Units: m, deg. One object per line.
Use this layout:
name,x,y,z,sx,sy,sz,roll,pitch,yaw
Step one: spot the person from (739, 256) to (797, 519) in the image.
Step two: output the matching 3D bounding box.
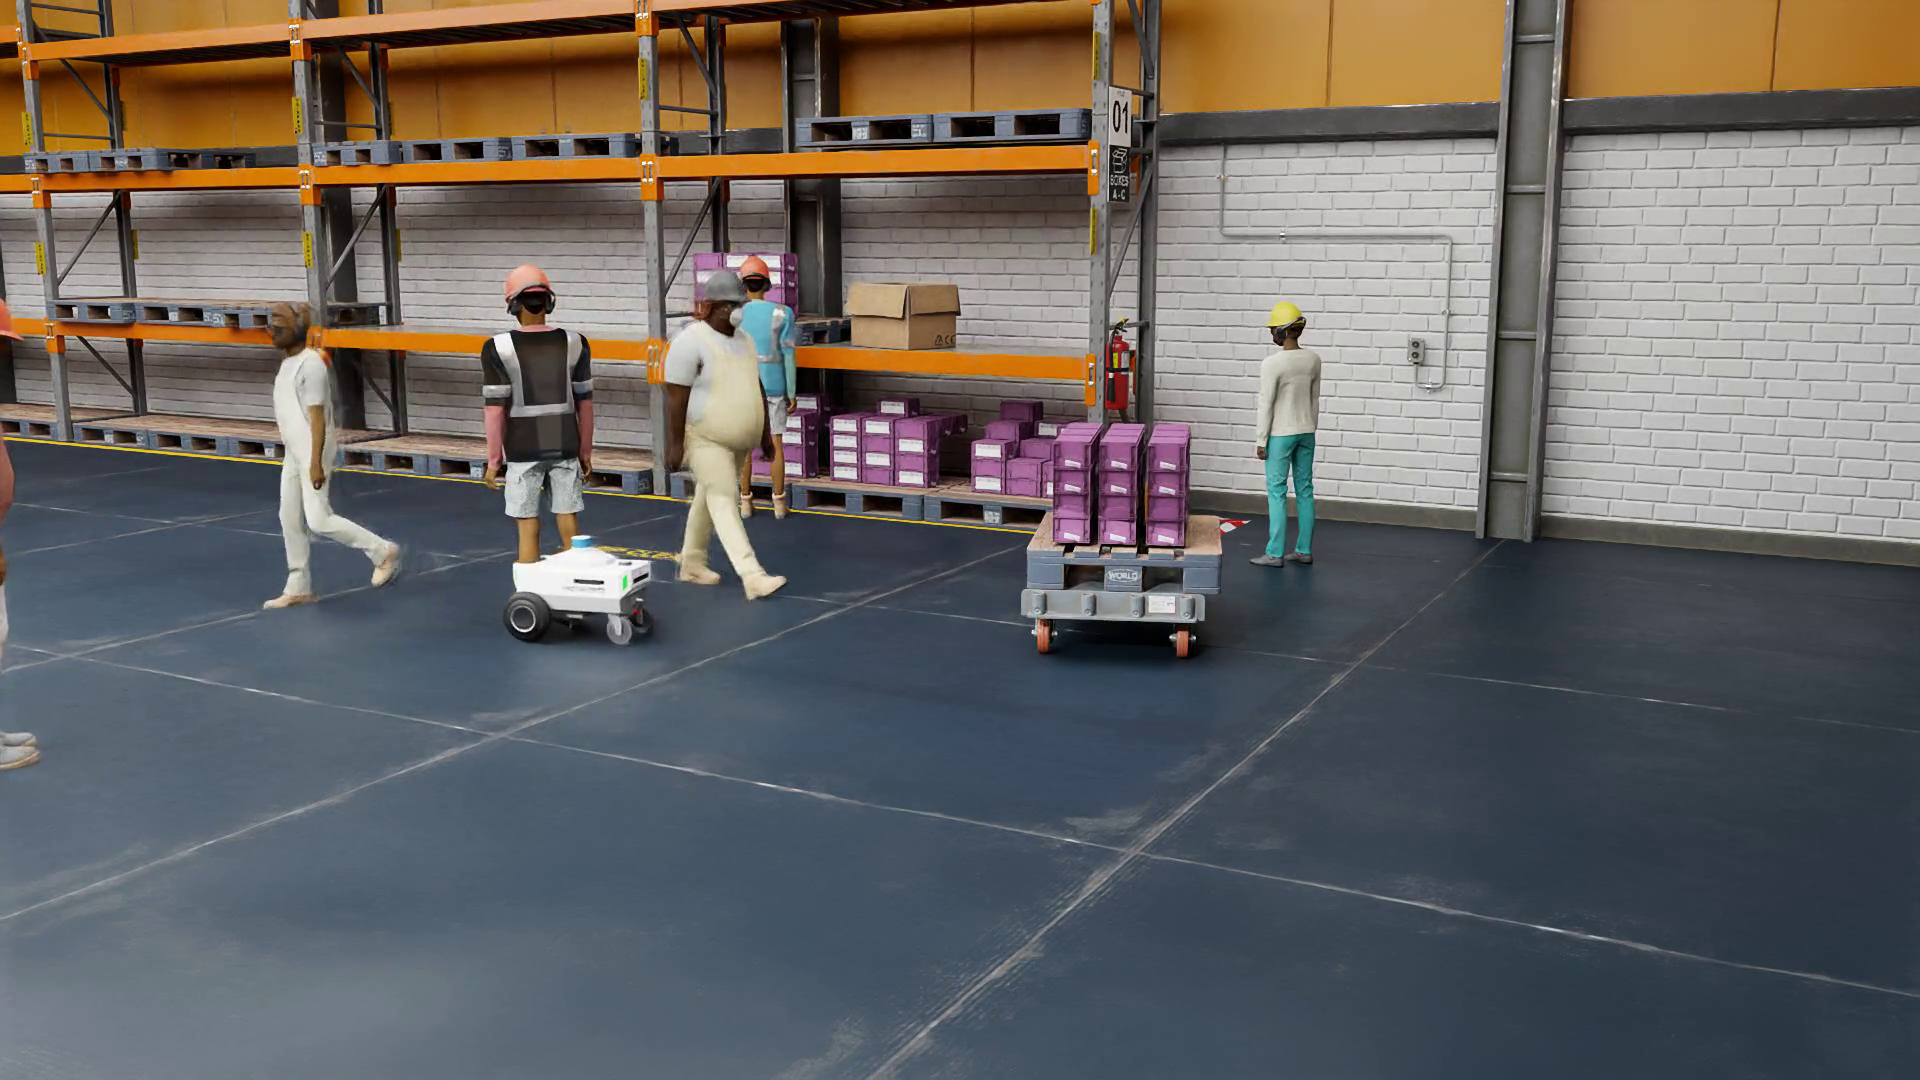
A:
person,-1.571,-1.174,12.945,0.610,2.039,0.397,0,10,1

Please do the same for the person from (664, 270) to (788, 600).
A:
person,-1.421,-0.679,10.193,1.028,2.000,0.700,6,12,30

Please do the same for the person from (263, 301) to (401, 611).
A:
person,-3.782,-0.504,9.859,0.719,1.827,0.502,-9,14,-42

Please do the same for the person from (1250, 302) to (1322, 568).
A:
person,2.163,-0.691,11.045,0.524,1.761,0.338,-6,12,-32

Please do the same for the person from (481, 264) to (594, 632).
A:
person,-2.309,-0.484,9.120,0.605,2.045,0.377,-6,12,-31

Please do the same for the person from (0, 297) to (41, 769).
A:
person,-4.033,-0.036,6.861,0.452,1.970,0.625,-7,13,-34

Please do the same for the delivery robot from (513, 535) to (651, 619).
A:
delivery robot,-2.061,0.219,9.093,0.707,0.478,0.477,3,11,14
